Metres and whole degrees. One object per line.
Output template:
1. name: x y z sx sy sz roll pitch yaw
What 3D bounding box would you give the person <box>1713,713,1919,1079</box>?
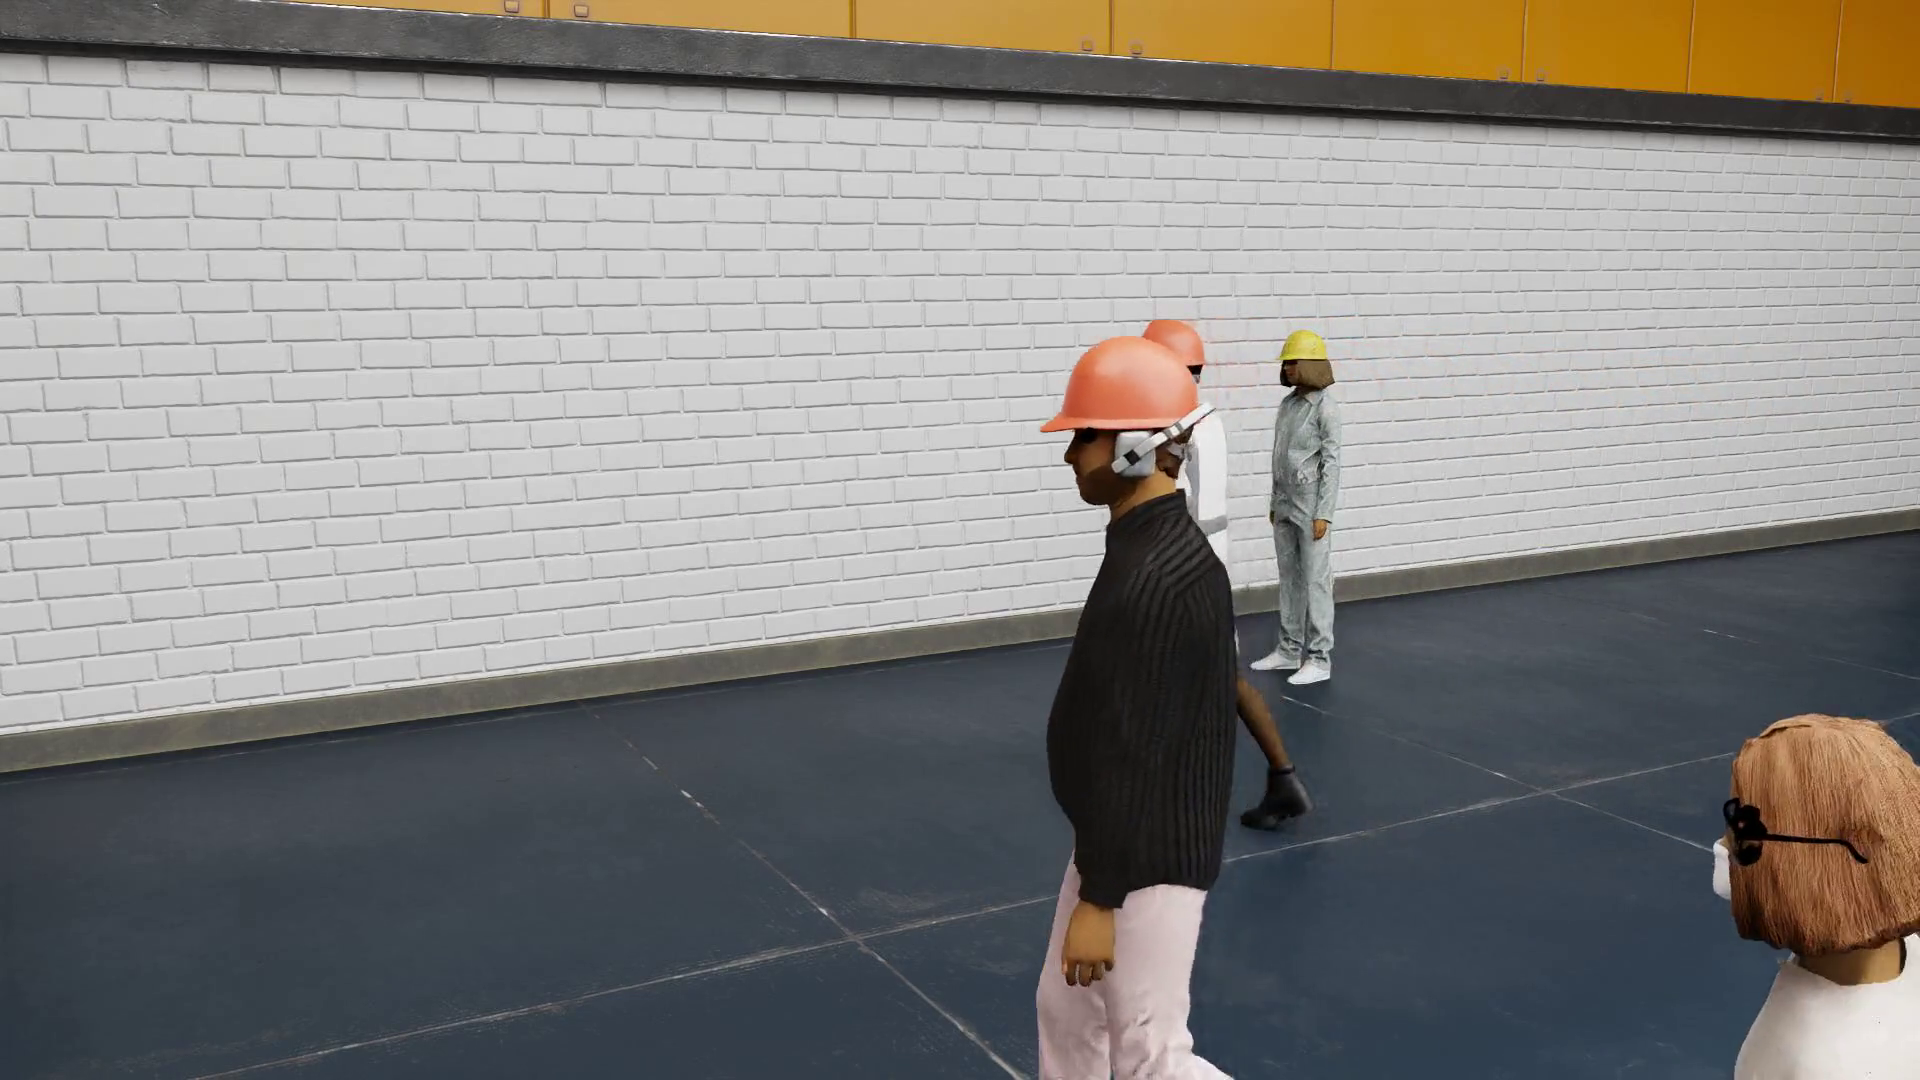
1. person: 0.906 0.987 2.002 0.790 1.594 0.532 5 11 25

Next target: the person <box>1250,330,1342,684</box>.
1. person: 1.681 -0.163 8.240 0.297 1.744 0.487 -4 11 -23

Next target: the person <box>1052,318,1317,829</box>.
1. person: 0.851 0.135 6.124 1.024 1.897 0.542 7 12 34

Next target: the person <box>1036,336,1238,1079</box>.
1. person: 0.408 0.591 3.238 0.868 1.971 0.610 0 10 3
